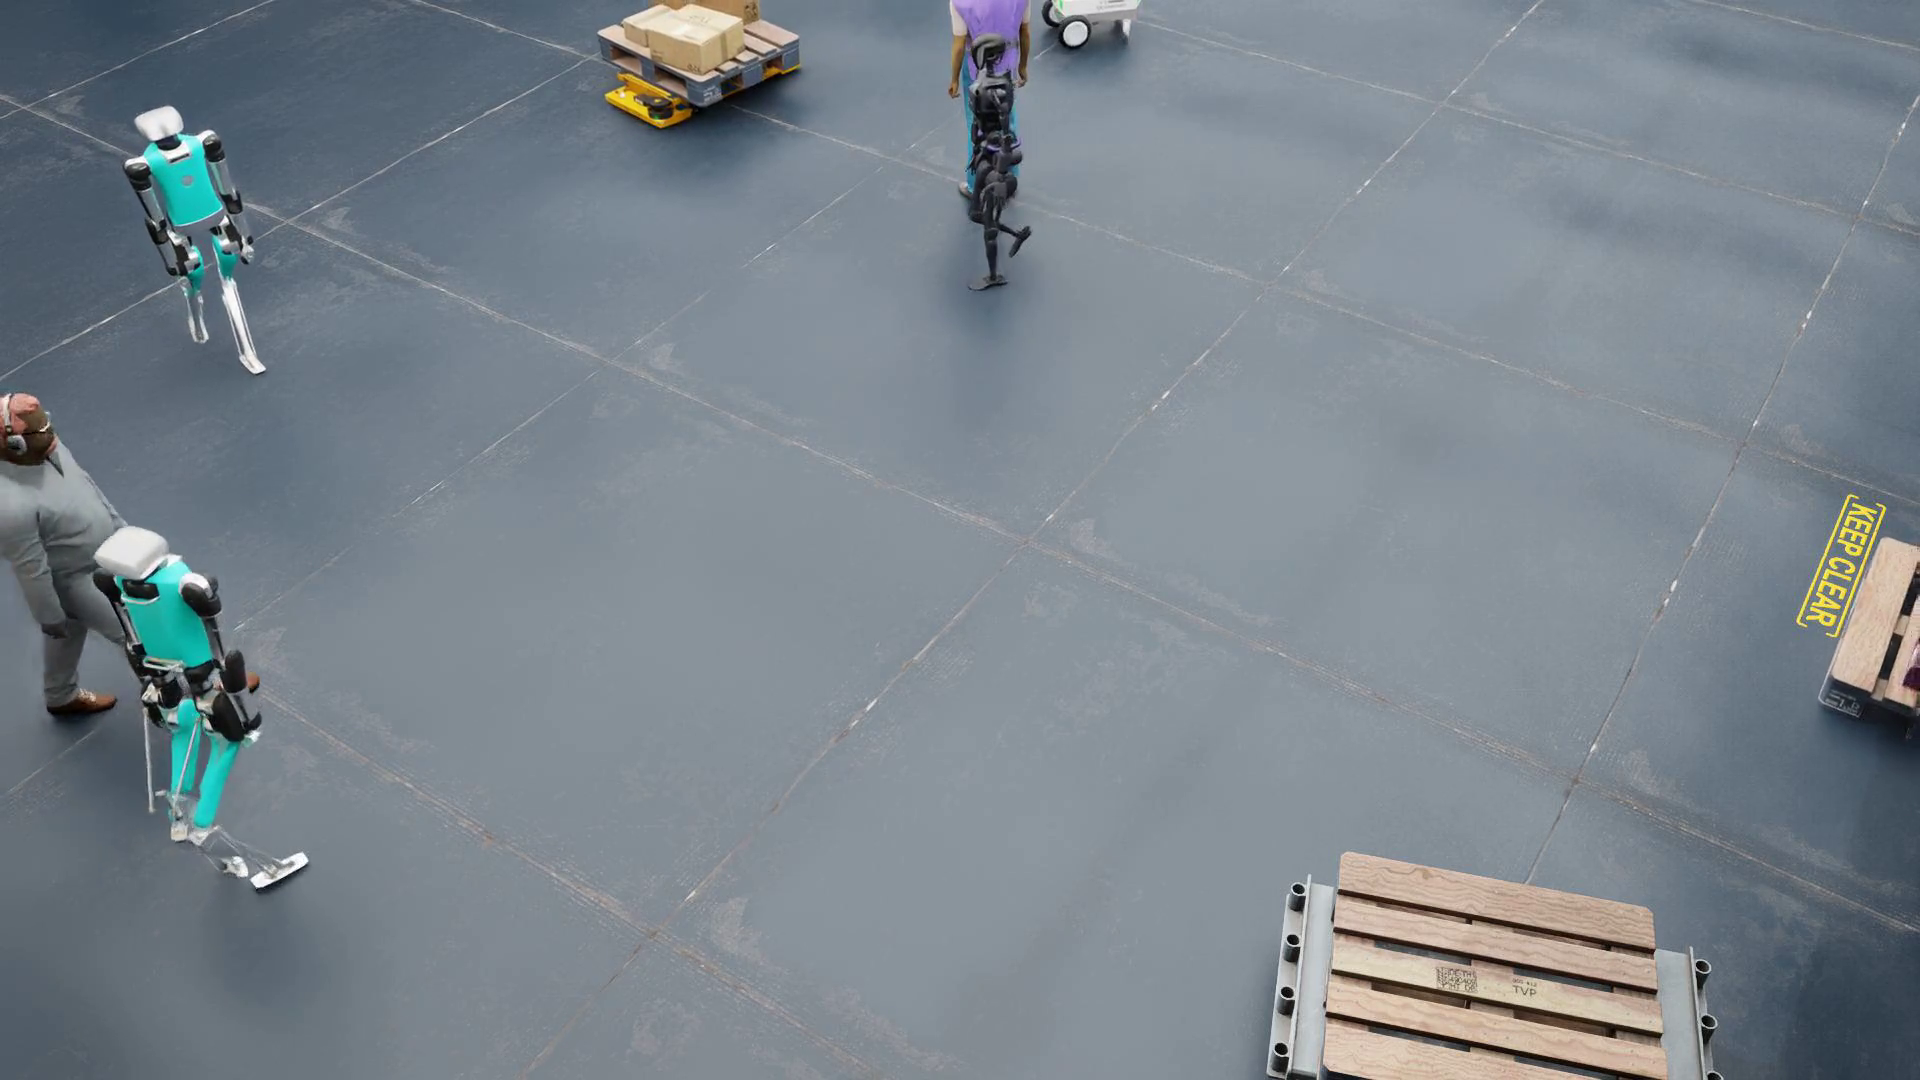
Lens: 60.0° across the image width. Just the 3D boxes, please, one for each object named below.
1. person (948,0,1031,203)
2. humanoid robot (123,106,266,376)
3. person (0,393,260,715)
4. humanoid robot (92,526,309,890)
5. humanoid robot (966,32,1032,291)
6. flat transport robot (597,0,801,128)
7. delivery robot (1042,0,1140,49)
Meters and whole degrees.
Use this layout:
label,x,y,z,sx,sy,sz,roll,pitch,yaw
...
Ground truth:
label,x,y,z,sx,sy,sz,roll,pitch,yaw
person,0.204,-3.108,11.074,0.568,1.843,0.373,-16,44,-17
humanoid robot,-4.488,-1.760,9.692,0.550,1.833,0.884,-31,50,-30
person,-3.923,0.102,7.476,1.012,1.852,0.645,-11,43,-12
humanoid robot,-3.194,0.798,6.769,0.569,1.754,0.723,11,43,12
humanoid robot,0.252,-2.351,10.358,0.430,1.651,0.620,-10,43,-11
flat transport robot,-1.967,-3.586,12.792,0.659,0.231,1.431,31,50,30
delivery robot,1.065,-4.318,13.385,0.749,0.578,0.505,-10,43,-11
